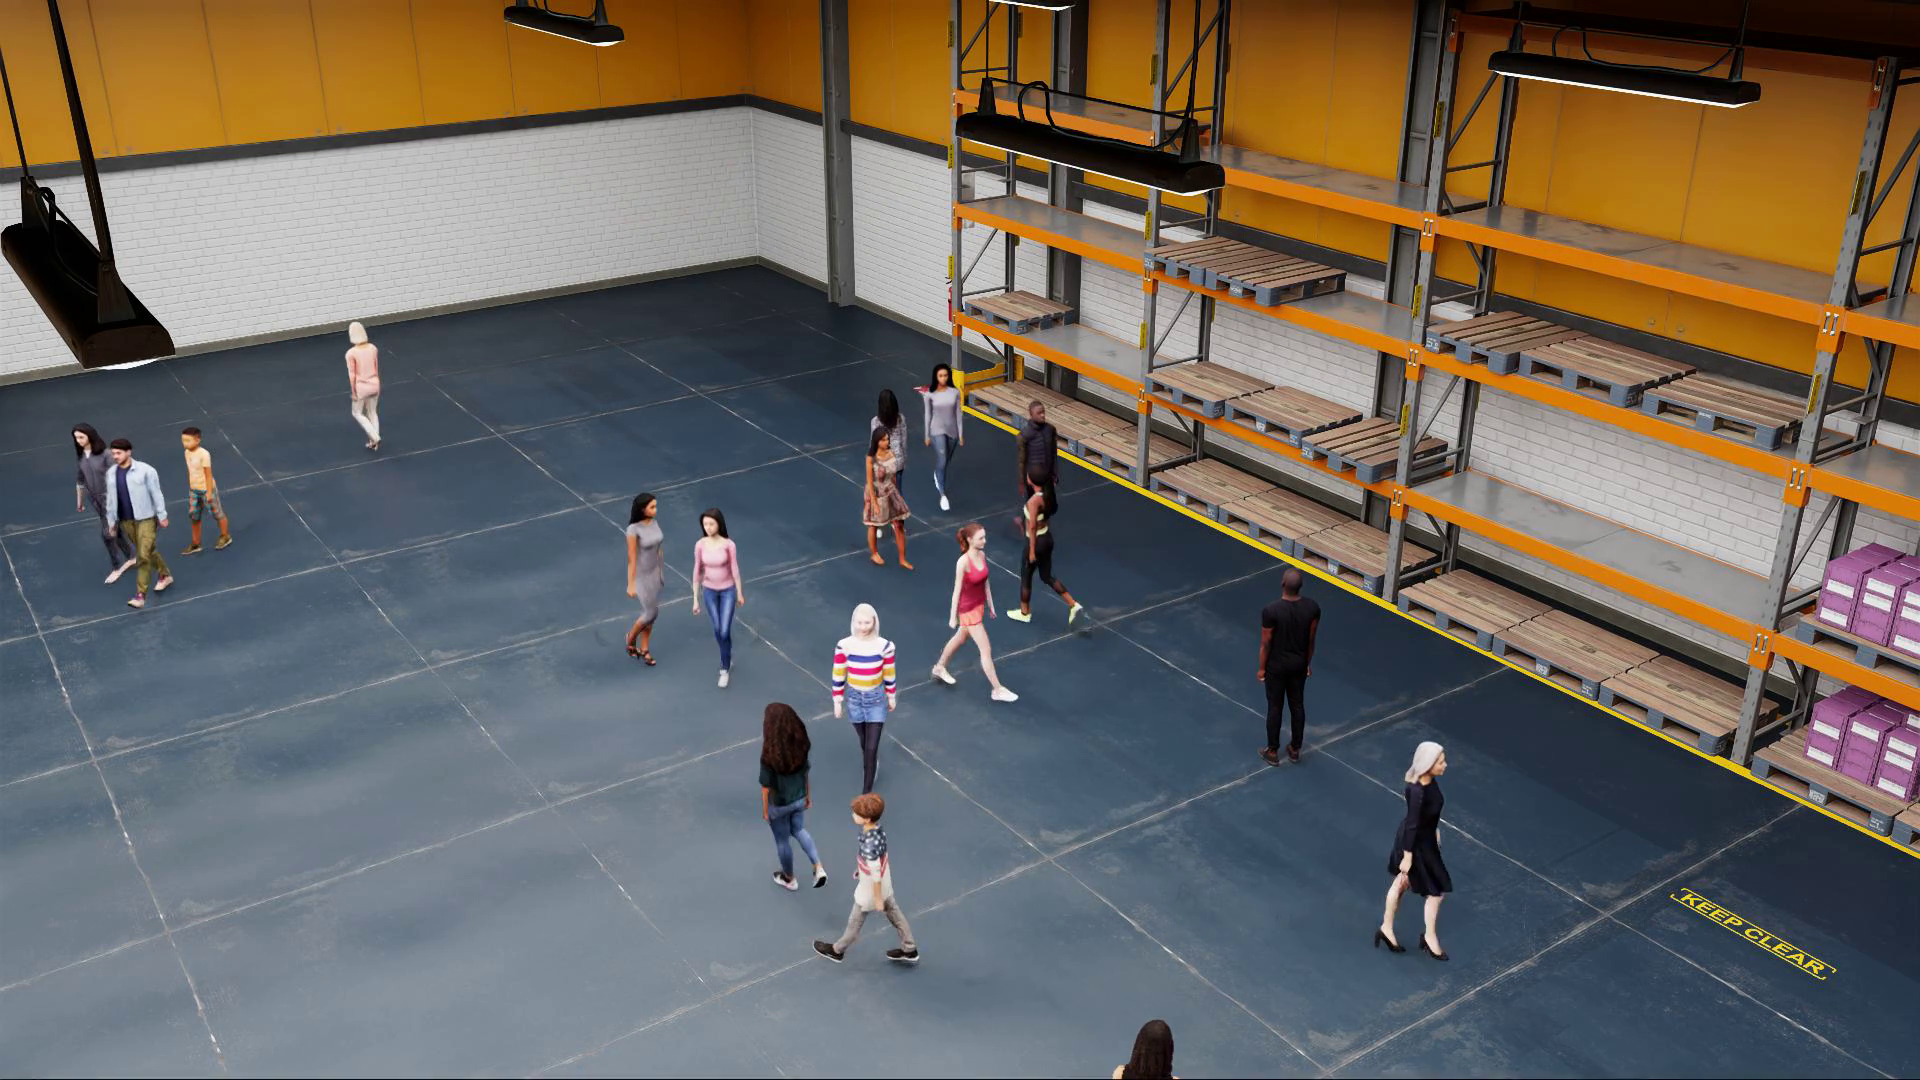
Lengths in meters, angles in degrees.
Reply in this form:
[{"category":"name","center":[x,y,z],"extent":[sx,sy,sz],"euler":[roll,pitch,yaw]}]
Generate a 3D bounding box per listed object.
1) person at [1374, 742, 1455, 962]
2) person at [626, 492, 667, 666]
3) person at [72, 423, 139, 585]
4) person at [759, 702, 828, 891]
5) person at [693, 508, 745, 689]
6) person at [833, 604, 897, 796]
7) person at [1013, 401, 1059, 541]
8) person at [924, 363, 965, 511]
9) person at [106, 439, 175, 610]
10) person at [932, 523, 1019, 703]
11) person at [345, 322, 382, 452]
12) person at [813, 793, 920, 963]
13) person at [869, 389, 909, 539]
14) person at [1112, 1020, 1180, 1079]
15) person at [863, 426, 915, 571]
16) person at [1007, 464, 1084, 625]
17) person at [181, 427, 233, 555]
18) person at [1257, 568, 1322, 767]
[{"category":"person","center":[3.166,2.191,11.854],"extent":[0.892,1.732,0.808],"euler":[9,25,19]},{"category":"person","center":[-3.097,0.374,15.974],"extent":[0.814,1.762,0.763],"euler":[14,27,30]},{"category":"person","center":[-9.156,-0.469,17.933],"extent":[0.905,1.737,0.954],"euler":[6,24,13]},{"category":"person","center":[-1.258,1.988,12.481],"extent":[0.653,1.603,0.822],"euler":[-19,30,-37]},{"category":"person","center":[-2.260,0.480,15.781],"extent":[0.861,1.723,0.924],"euler":[3,24,8]},{"category":"person","center":[-0.769,1.326,13.797],"extent":[1.122,1.762,1.222],"euler":[2,24,6]},{"category":"person","center":[0.809,-0.686,18.325],"extent":[0.743,1.822,0.913],"euler":[-18,30,-36]},{"category":"person","center":[-0.207,-1.288,19.850],"extent":[0.879,1.702,1.225],"euler":[-6,24,-14]},{"category":"person","center":[-8.508,-0.219,17.325],"extent":[1.153,1.765,1.249],"euler":[2,24,5]},{"category":"person","center":[0.037,0.651,15.417],"extent":[1.230,1.701,0.908],"euler":[13,27,28]},{"category":"person","center":[-7.574,-1.938,21.321],"extent":[0.773,1.715,0.693],"euler":[18,29,35]},{"category":"person","center":[-0.536,2.426,11.739],"extent":[0.999,1.394,0.959],"euler":[4,24,8]},{"category":"person","center":[-0.816,-0.874,18.873],"extent":[0.654,1.726,0.576],"euler":[-11,26,-24]},{"category":"person","center":[0.983,3.418,9.178],"extent":[0.749,1.628,0.807],"euler":[7,25,15]},{"category":"person","center":[-0.906,-0.485,18.113],"extent":[0.647,1.622,0.866],"euler":[-18,29,-35]},{"category":"person","center":[0.872,0.089,16.664],"extent":[1.125,1.732,0.852],"euler":[14,27,29]},{"category":"person","center":[-8.391,-0.591,18.580],"extent":[0.849,1.443,0.854],"euler":[8,25,18]},{"category":"person","center":[2.802,1.088,14.269],"extent":[0.747,1.819,0.729],"euler":[-4,24,-8]}]
